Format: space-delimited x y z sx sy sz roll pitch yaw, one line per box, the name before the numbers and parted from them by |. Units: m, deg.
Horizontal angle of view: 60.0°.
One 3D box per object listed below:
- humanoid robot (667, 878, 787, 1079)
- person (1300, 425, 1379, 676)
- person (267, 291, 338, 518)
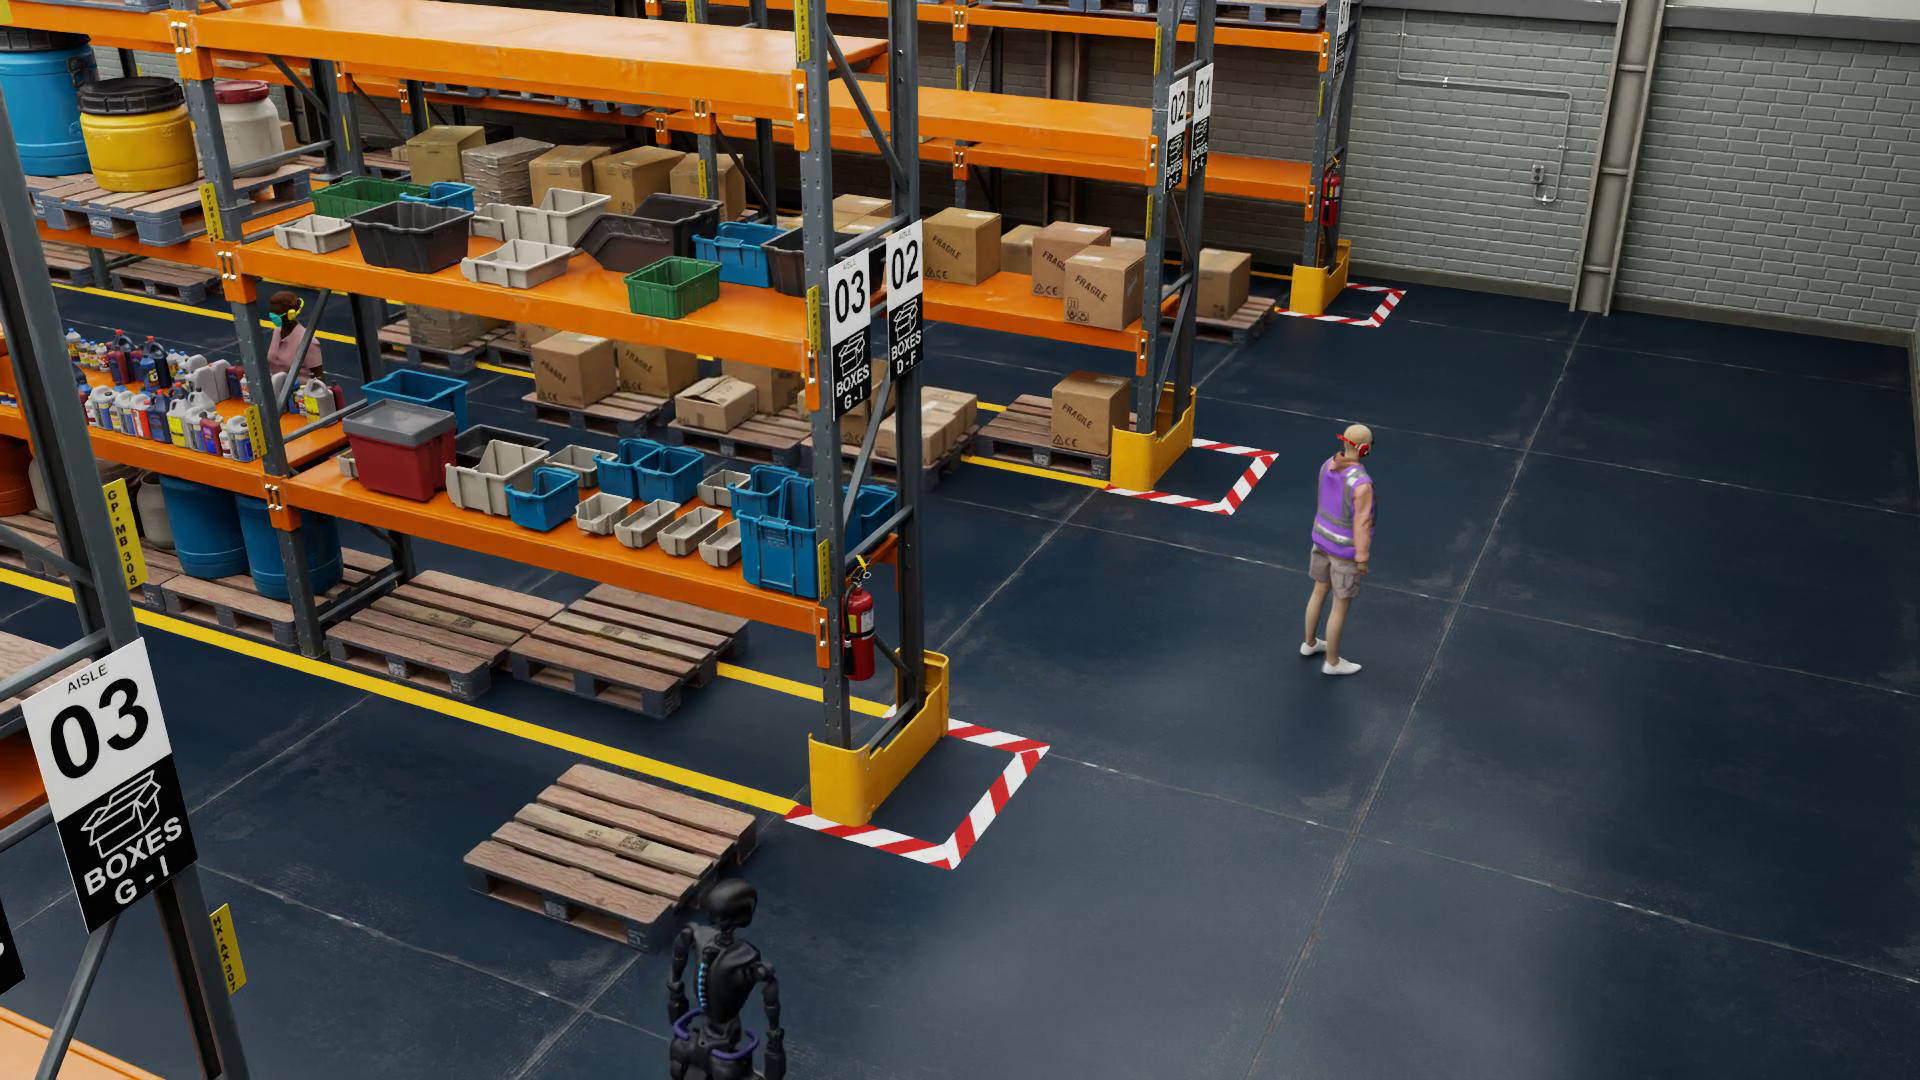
humanoid robot | -0.944 2.051 6.567 0.608 1.631 0.399 16 30 29
person | 2.421 0.058 10.589 0.347 1.688 0.491 -11 28 -21
person | -5.000 -1.025 12.653 0.518 1.801 0.332 15 30 28
